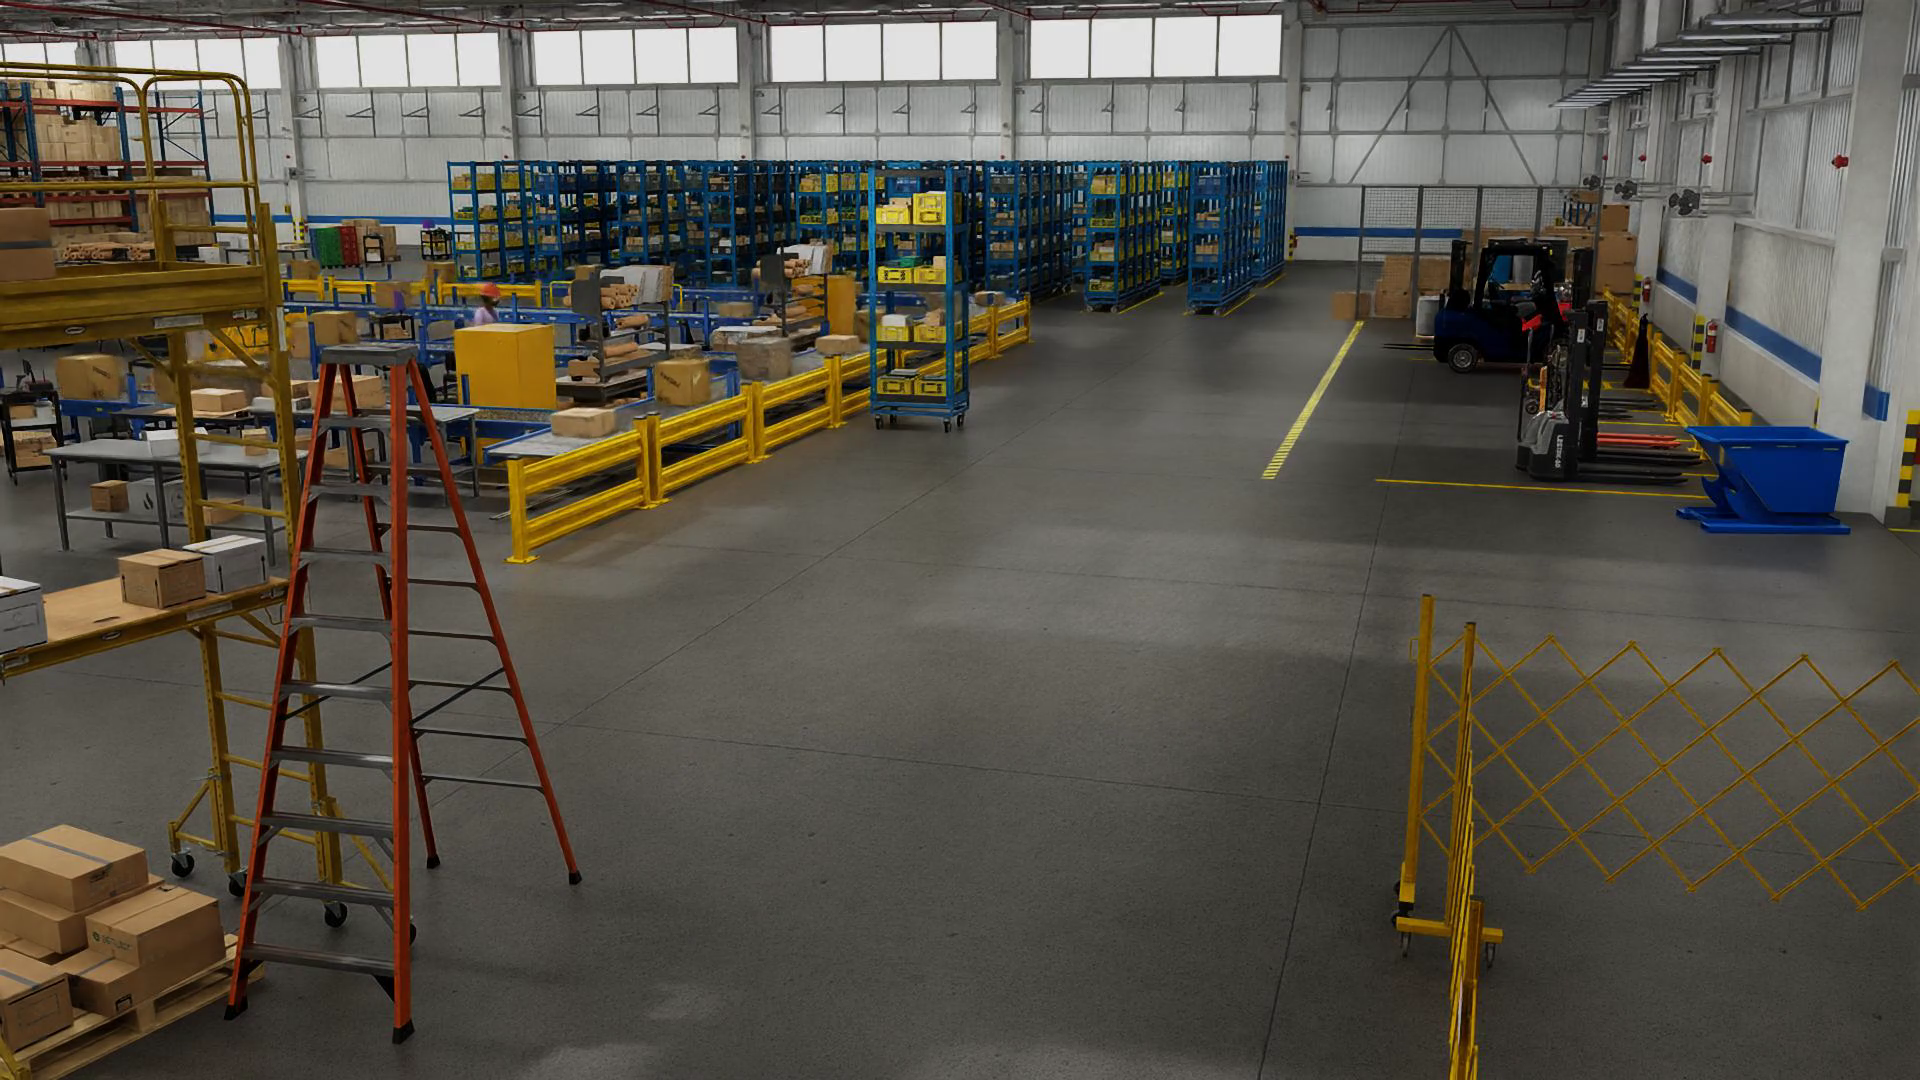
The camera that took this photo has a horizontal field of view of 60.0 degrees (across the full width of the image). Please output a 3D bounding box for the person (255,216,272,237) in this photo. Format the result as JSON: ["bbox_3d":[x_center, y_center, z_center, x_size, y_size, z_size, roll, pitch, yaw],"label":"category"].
[{"bbox_3d":[-26.327,-11.681,62.914,0.582,1.878,0.933,-3,13,-14],"label":"person"}]

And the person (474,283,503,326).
[{"bbox_3d":[-6.573,-2.649,23.673,1.015,1.983,0.630,3,13,13],"label":"person"}]

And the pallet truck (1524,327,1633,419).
[{"bbox_3d":[9.065,-2.460,24.370,1.522,1.261,0.704,3,13,14],"label":"pallet truck"}]

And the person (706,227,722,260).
[{"bbox_3d":[-7.365,-8.747,49.989,0.623,1.992,0.397,0,13,1],"label":"person"}]

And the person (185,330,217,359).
[{"bbox_3d":[-11.990,-3.102,25.892,0.640,1.867,0.950,6,14,23],"label":"person"}]

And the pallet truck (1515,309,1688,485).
[{"bbox_3d":[7.554,-1.677,19.446,1.885,1.965,0.823,3,13,14],"label":"pallet truck"}]

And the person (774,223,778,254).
[{"bbox_3d":[-5.473,-8.820,50.767,0.937,1.787,0.587,2,13,9],"label":"person"}]

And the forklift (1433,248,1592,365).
[{"bbox_3d":[9.780,-4.111,29.280,2.680,1.987,1.157,3,13,14],"label":"forklift"}]

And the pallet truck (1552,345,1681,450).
[{"bbox_3d":[8.641,-1.896,21.908,1.630,1.274,0.653,4,14,16],"label":"pallet truck"}]

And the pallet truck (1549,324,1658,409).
[{"bbox_3d":[9.824,-2.669,25.407,1.601,1.201,0.680,4,14,16],"label":"pallet truck"}]

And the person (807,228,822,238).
[{"bbox_3d":[-4.633,-9.277,52.618,0.582,1.834,0.514,0,13,2],"label":"person"}]

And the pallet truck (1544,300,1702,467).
[{"bbox_3d":[8.263,-1.952,20.631,1.885,1.965,0.823,5,14,20],"label":"pallet truck"}]

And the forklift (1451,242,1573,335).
[{"bbox_3d":[10.464,-4.597,31.405,2.680,1.987,1.157,4,14,16],"label":"forklift"}]
